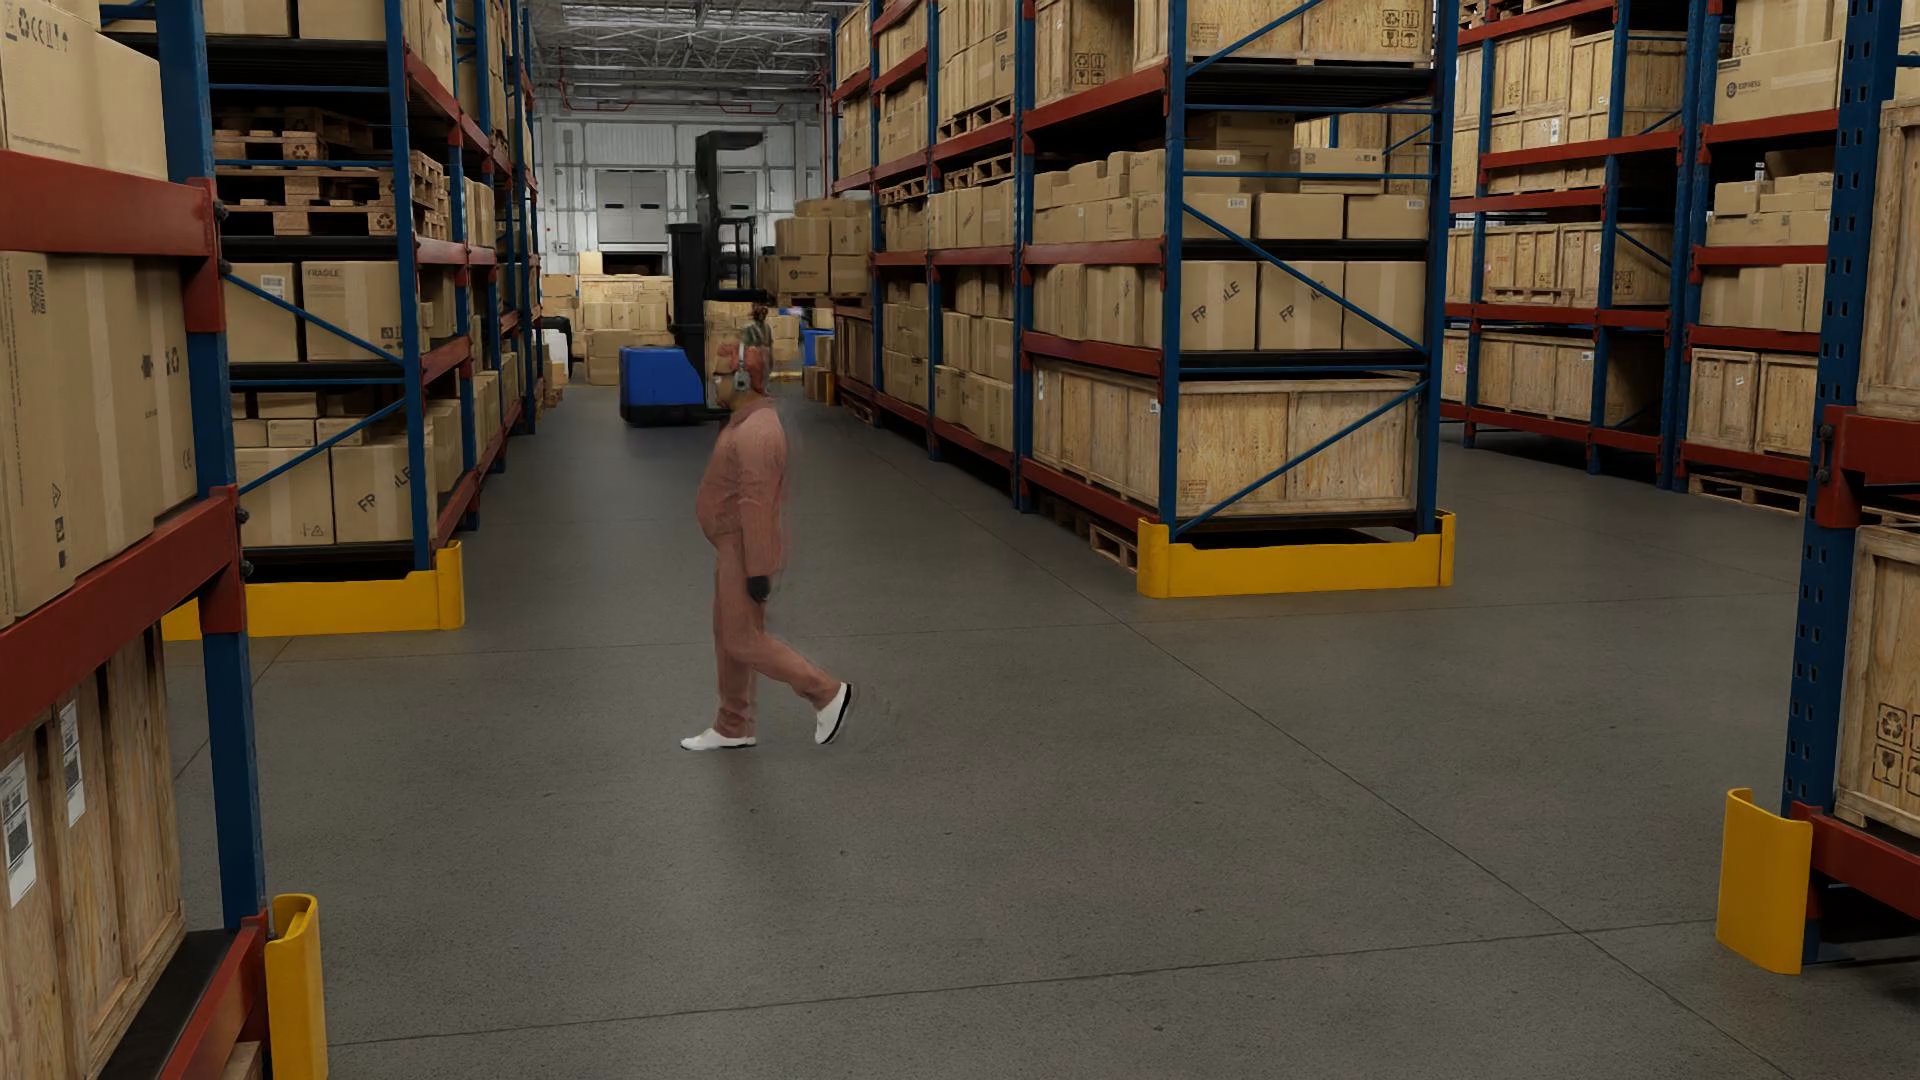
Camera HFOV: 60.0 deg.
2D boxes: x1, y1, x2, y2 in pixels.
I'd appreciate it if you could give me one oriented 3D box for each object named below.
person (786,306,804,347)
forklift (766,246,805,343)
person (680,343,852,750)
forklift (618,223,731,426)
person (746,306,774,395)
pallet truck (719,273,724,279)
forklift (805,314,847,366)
[{"bbox_3d":[-4.604,-6.332,46.357,0.546,1.923,0.393,-5,10,-26],"label":"person"},{"bbox_3d":[-5.128,-7.135,48.316,1.129,2.768,1.873,-2,10,-12],"label":"forklift"},{"bbox_3d":[-0.903,0.051,7.543,0.709,1.887,0.650,-1,9,-7],"label":"person"},{"bbox_3d":[-3.859,-3.064,23.501,1.873,2.768,1.129,-3,10,-18],"label":"forklift"},{"bbox_3d":[-3.103,-2.791,25.614,0.463,1.623,0.538,8,12,40],"label":"person"},{"bbox_3d":[-8.580,-8.986,62.280,1.885,1.965,0.823,1,9,5],"label":"pallet truck"},{"bbox_3d":[-1.809,-4.163,30.199,1.873,2.768,1.129,-7,12,-36],"label":"forklift"}]
